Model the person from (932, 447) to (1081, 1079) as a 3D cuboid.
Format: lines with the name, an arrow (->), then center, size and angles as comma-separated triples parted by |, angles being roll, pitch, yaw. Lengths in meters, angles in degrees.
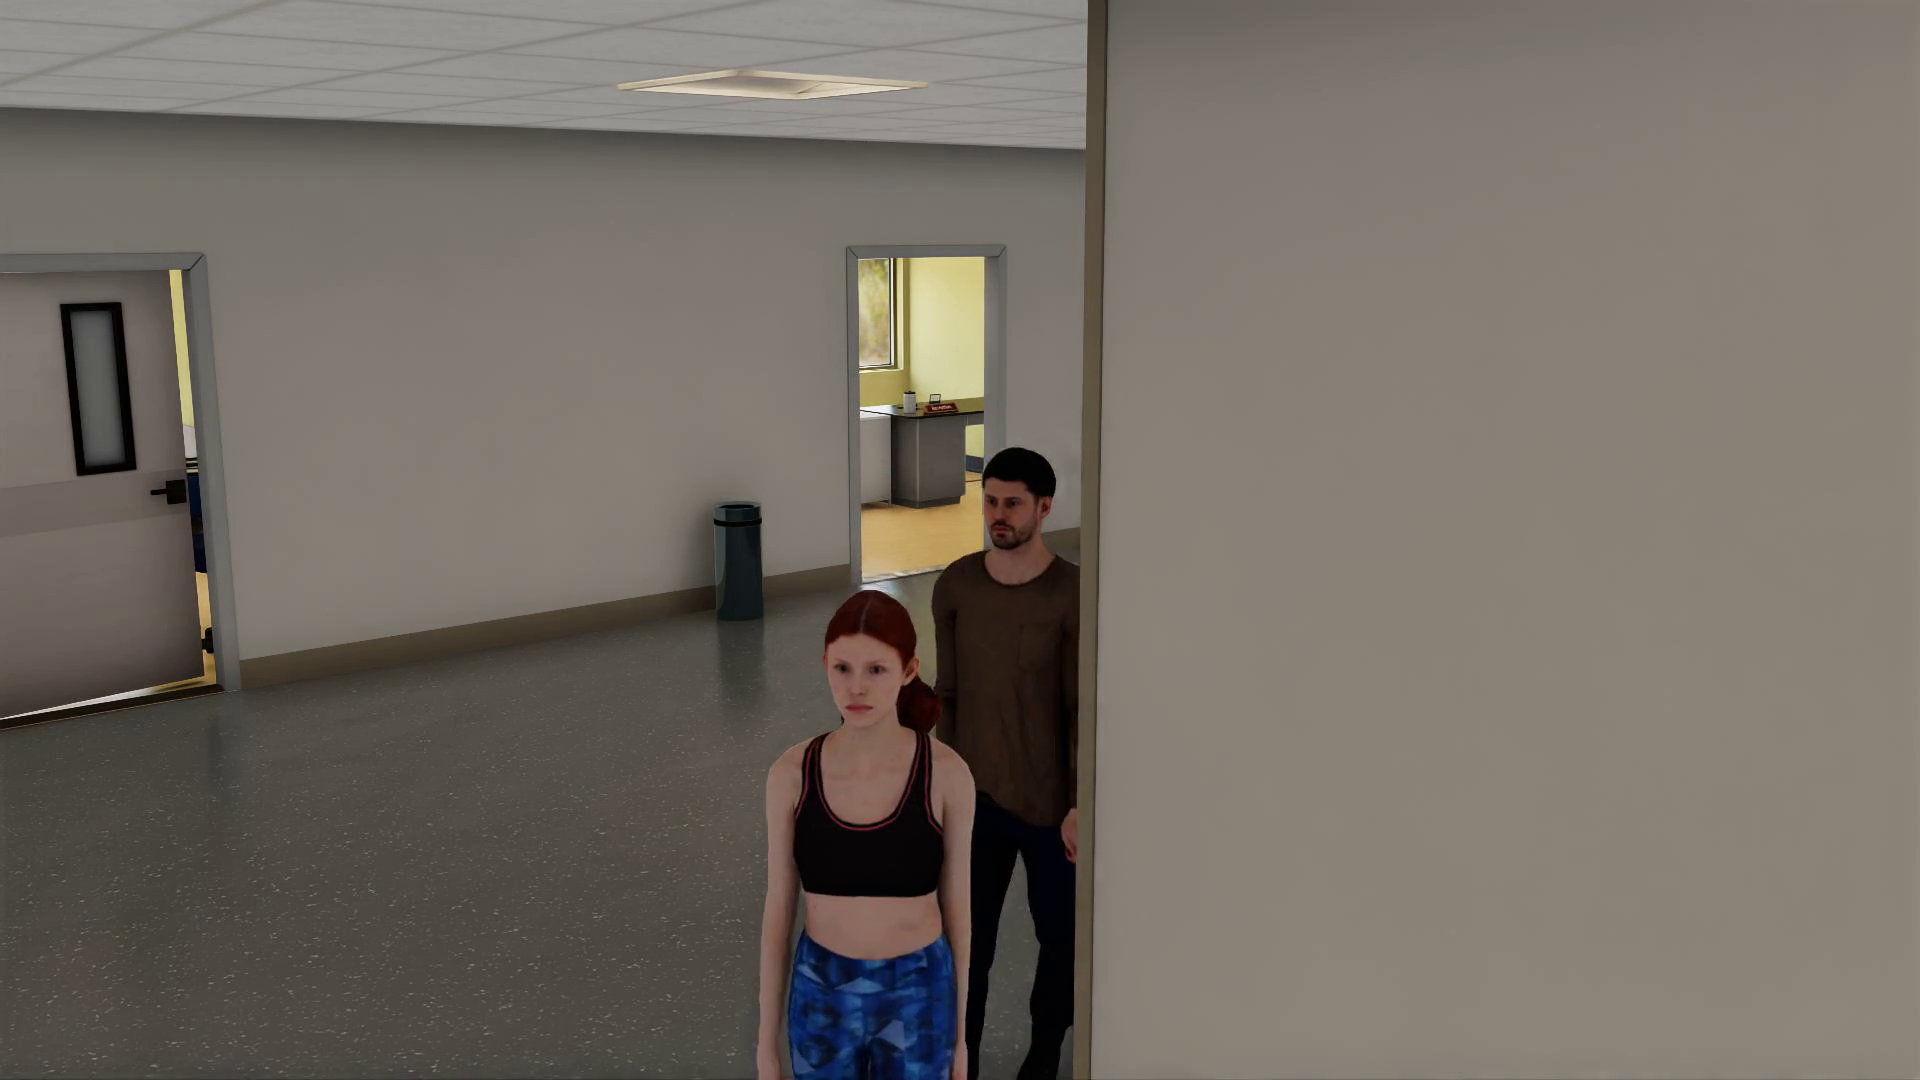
person -> 0.195, 0.684, 4.561 | 1.016, 1.844, 1.211 | 4, 11, 19

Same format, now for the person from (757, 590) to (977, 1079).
person -> -0.161, 0.972, 3.283 | 1.080, 1.755, 1.151 | 1, 11, 6
